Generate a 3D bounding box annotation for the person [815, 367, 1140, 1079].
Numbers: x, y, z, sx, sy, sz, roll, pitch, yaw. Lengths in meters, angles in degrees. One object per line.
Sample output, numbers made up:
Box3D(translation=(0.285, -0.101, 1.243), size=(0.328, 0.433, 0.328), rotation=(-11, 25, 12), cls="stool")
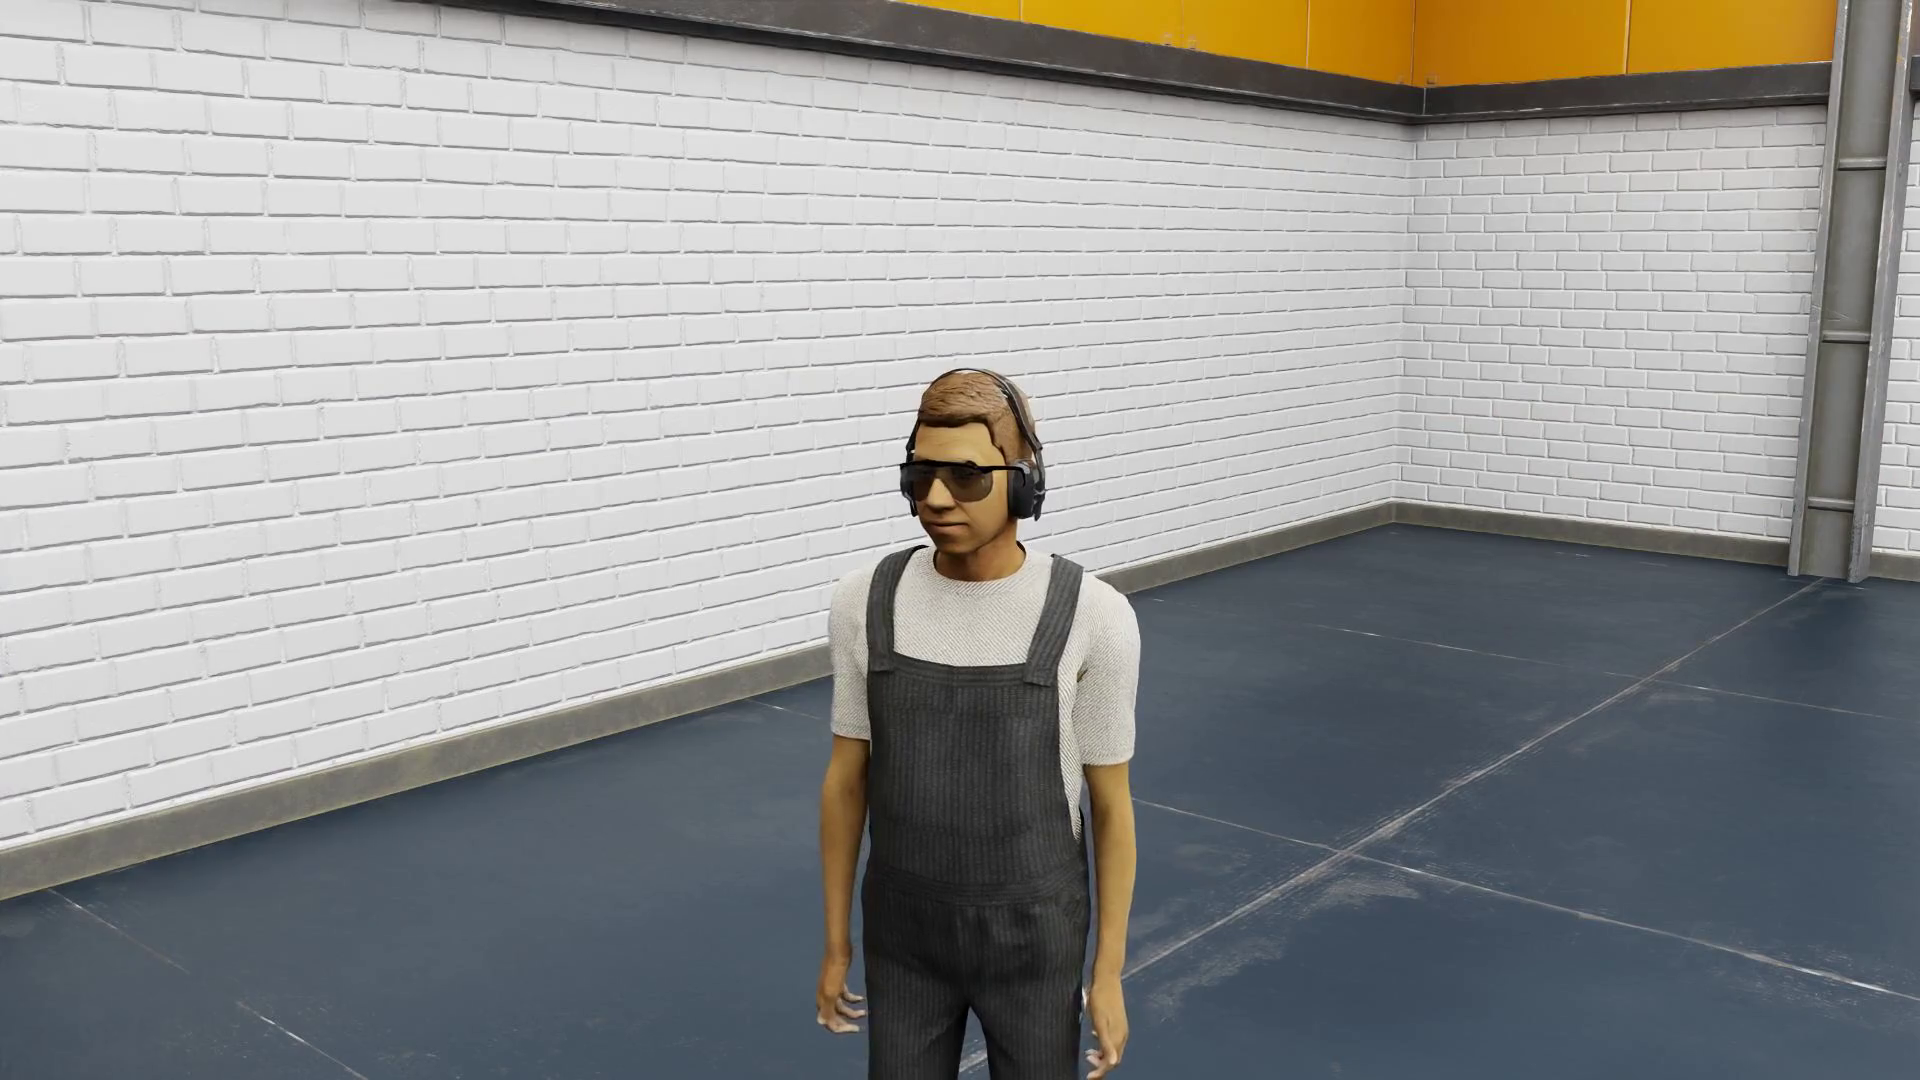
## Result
Box3D(translation=(0.016, 0.652, 2.626), size=(0.514, 1.845, 0.338), rotation=(3, 10, 15), cls="person")
